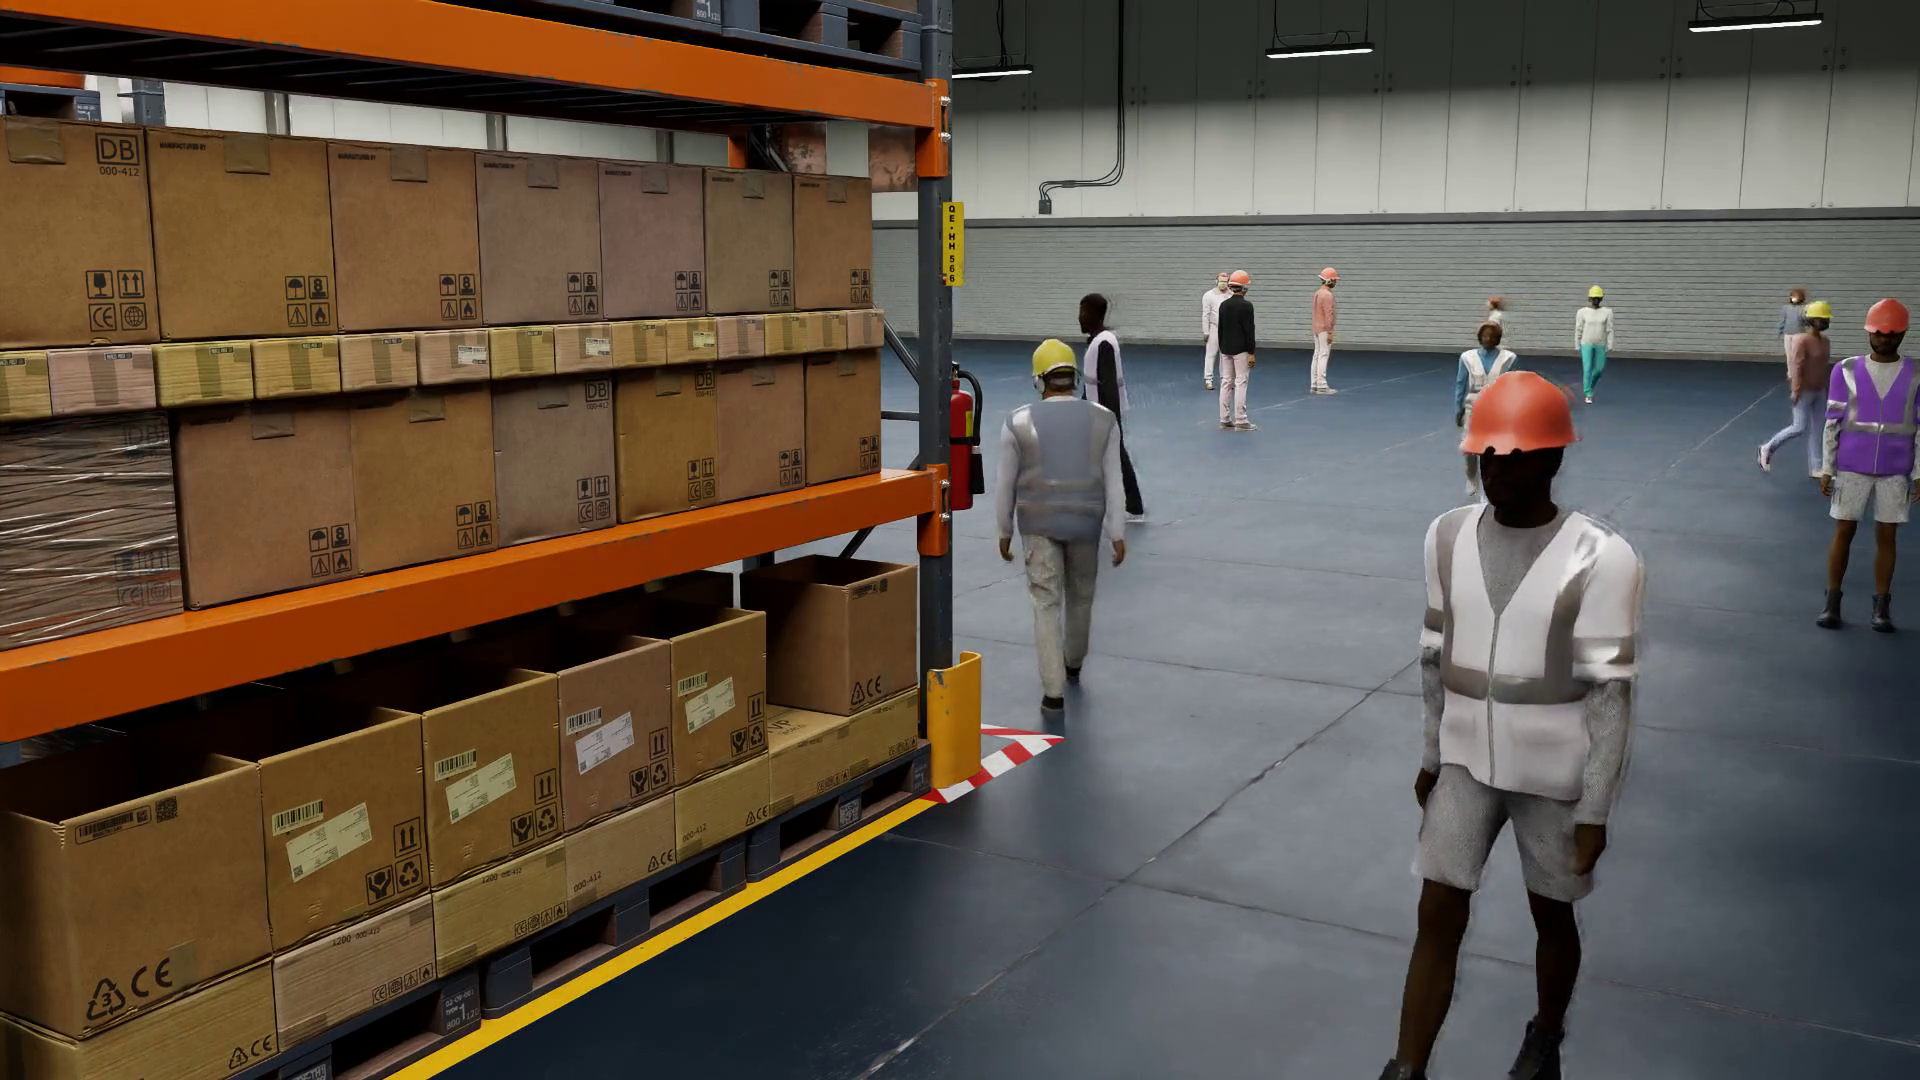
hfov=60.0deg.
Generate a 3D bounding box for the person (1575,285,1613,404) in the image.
[{"bbox_3d":[9.407,-2.911,24.729,0.532,1.744,0.620,1,10,8],"label":"person"}]

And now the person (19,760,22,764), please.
[{"bbox_3d":[-3.439,0.018,6.884,0.622,1.981,1.066,8,12,38],"label":"person"}]

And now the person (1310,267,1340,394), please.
[{"bbox_3d":[5.787,-3.309,26.346,0.395,1.993,0.616,-1,10,-6],"label":"person"}]

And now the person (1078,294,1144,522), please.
[{"bbox_3d":[1.067,-1.052,13.499,0.977,1.864,0.622,0,10,1],"label":"person"}]

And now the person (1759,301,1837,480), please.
[{"bbox_3d":[8.301,-1.471,16.317,0.542,1.749,0.698,-6,11,-30],"label":"person"}]

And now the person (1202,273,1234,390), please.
[{"bbox_3d":[4.268,-3.400,27.151,0.643,1.905,0.399,-3,10,-18],"label":"person"}]

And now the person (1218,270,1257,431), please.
[{"bbox_3d":[3.469,-2.359,20.778,0.374,1.997,0.613,-6,11,-32],"label":"person"}]

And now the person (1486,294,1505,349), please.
[{"bbox_3d":[7.822,-2.768,24.244,0.551,1.623,0.529,1,10,8],"label":"person"}]

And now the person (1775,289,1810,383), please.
[{"bbox_3d":[14.287,-3.495,28.532,0.376,1.617,0.511,-7,12,-36],"label":"person"}]

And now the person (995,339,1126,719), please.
[{"bbox_3d":[0.474,-0.085,8.115,0.611,1.769,0.942,-1,10,-5],"label":"person"}]

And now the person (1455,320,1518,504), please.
[{"bbox_3d":[4.606,-1.110,14.556,0.525,1.622,0.494,3,10,19],"label":"person"}]

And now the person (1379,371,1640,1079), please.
[{"bbox_3d":[1.267,0.560,3.968,0.569,1.896,0.930,9,13,42],"label":"person"}]

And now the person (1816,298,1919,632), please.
[{"bbox_3d":[5.302,-0.426,9.646,0.552,1.932,0.377,5,11,26],"label":"person"}]

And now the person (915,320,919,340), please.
[{"bbox_3d":[-0.625,-4.442,33.181,0.449,1.922,0.666,-6,11,-32],"label":"person"}]
